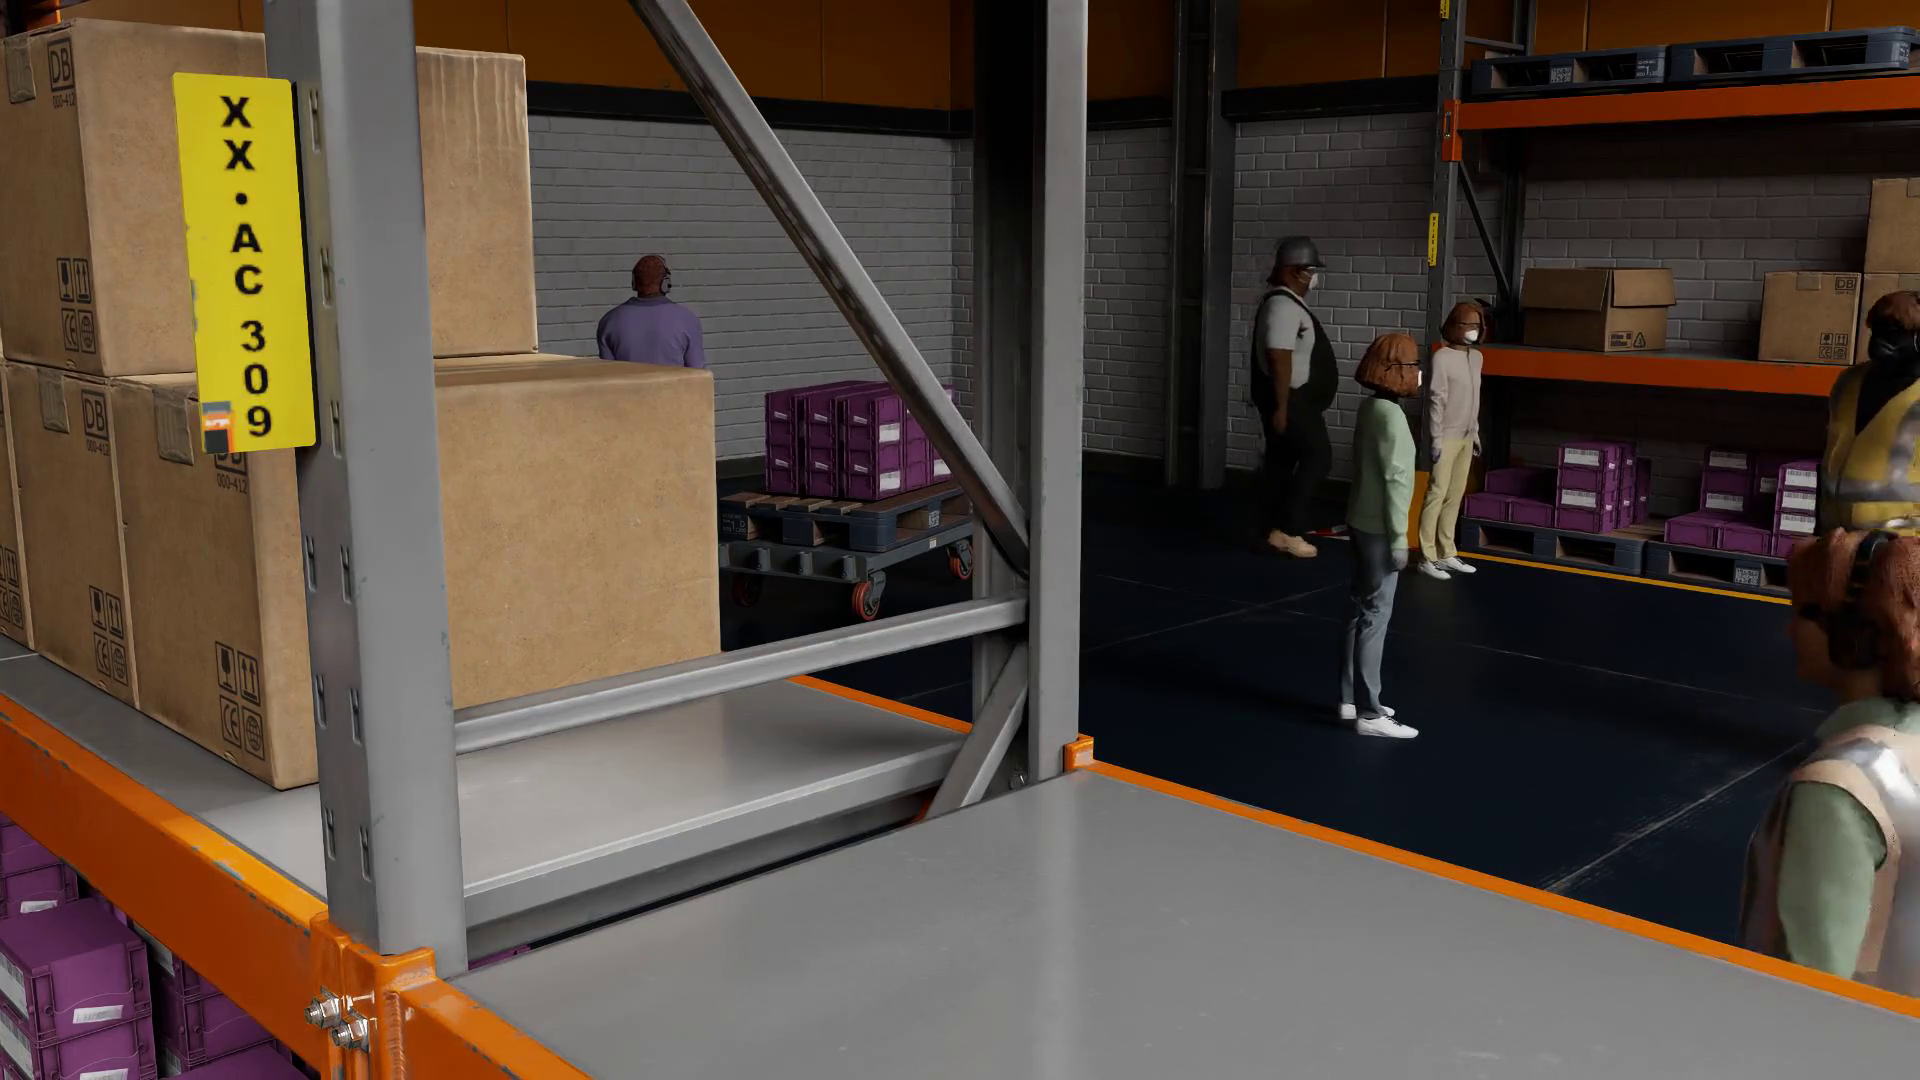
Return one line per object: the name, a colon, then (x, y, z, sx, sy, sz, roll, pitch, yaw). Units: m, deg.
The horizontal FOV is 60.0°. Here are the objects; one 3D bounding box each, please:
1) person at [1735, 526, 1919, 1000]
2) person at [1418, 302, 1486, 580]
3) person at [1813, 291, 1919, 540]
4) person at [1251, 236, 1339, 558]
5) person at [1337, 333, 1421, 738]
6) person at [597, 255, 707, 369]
person: (1.239, 0.786, 2.385, 0.534, 1.623, 0.370, -10, 14, -44)
person: (2.940, -0.590, 9.874, 0.504, 1.631, 0.280, -9, 14, -42)
person: (3.408, 0.009, 6.073, 0.554, 1.827, 0.649, -3, 11, -15)
person: (2.109, -0.903, 10.466, 0.551, 2.000, 0.692, 1, 10, 3)
person: (1.720, -0.024, 6.784, 0.285, 1.634, 0.499, 0, 10, 0)
person: (-1.793, -0.722, 9.851, 0.642, 1.909, 0.408, 1, 10, 3)
